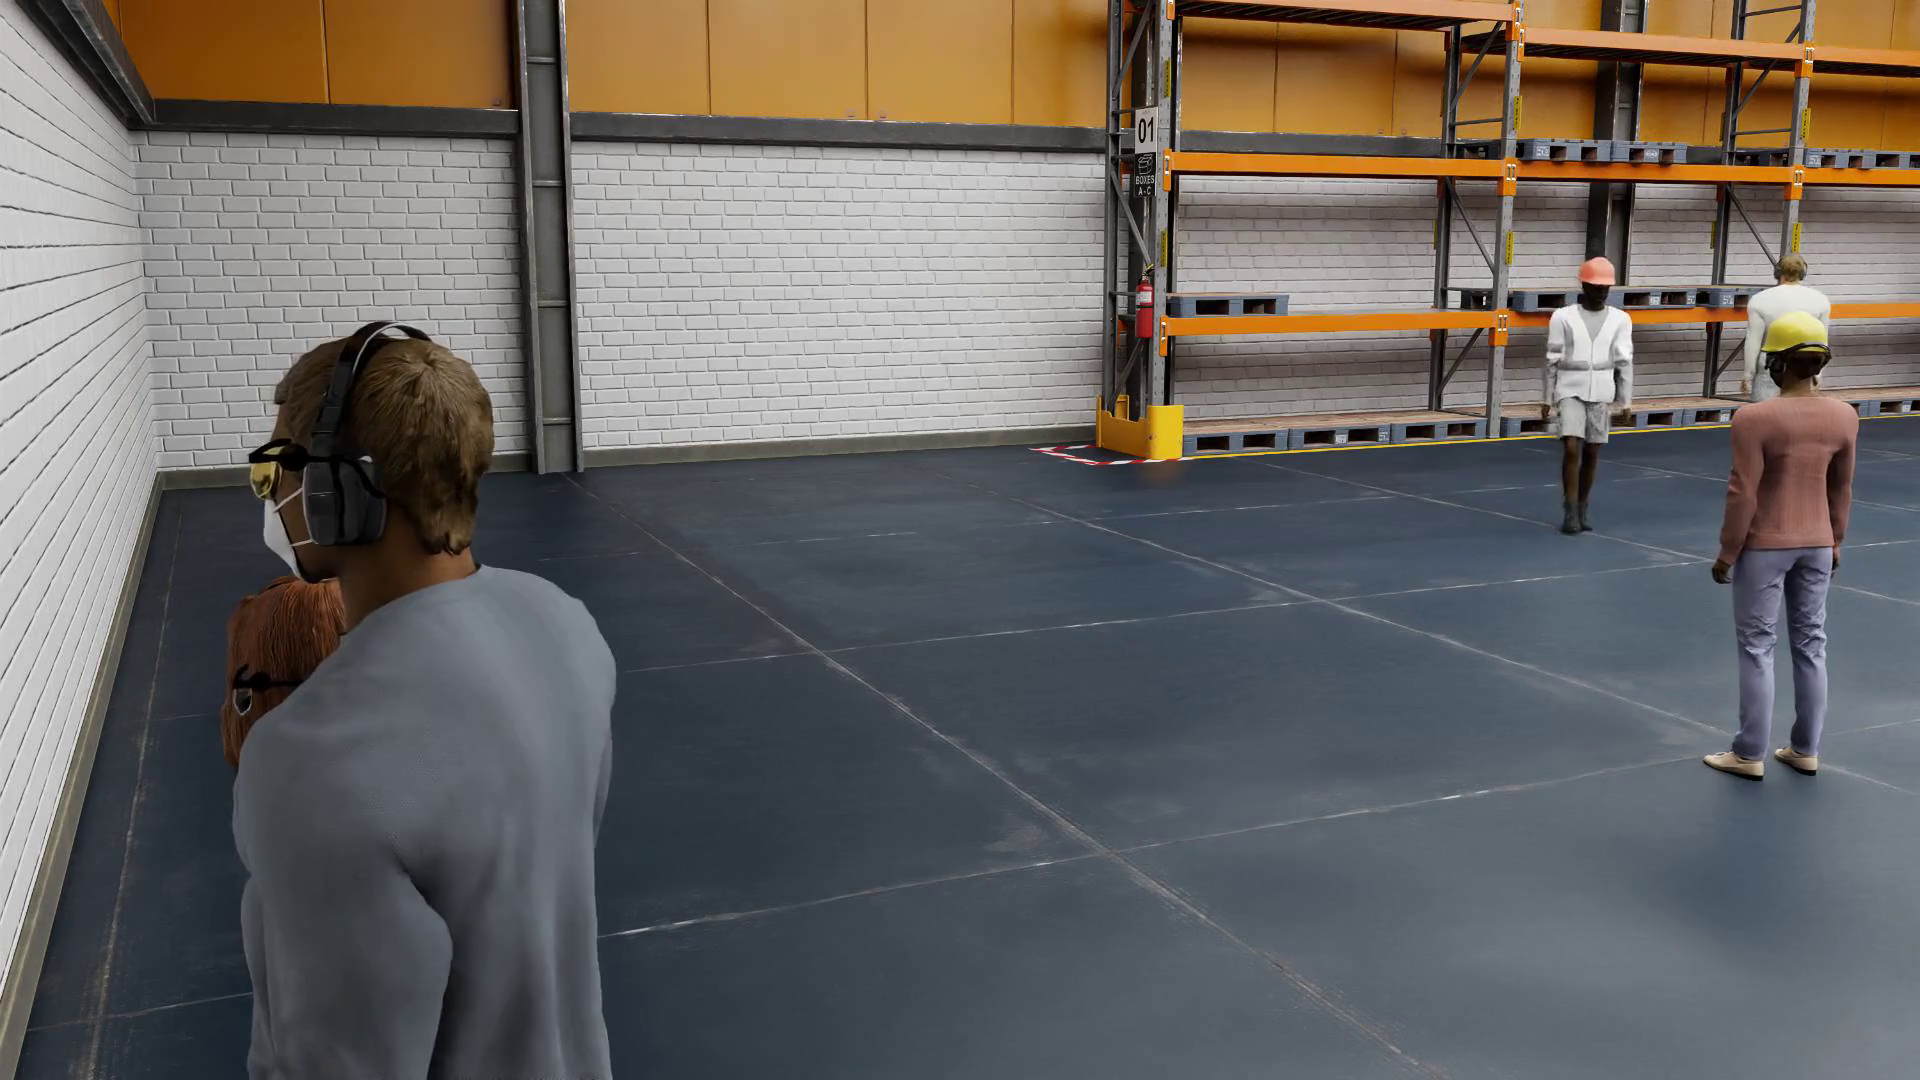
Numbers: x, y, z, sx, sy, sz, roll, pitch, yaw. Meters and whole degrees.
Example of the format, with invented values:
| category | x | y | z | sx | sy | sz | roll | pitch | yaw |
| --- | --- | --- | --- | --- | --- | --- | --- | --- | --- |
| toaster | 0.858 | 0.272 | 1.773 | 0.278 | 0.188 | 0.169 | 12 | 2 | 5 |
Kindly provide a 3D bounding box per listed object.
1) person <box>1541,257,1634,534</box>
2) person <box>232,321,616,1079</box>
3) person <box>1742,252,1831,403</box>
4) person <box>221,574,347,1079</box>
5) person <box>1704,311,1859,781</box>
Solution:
| category | x | y | z | sx | sy | sz | roll | pitch | yaw |
| --- | --- | --- | --- | --- | --- | --- | --- | --- | --- |
| person | 4.343 | -0.977 | 11.463 | 0.576 | 1.909 | 0.740 | 1 | 10 | 7 |
| person | -0.580 | 0.731 | 1.871 | 0.370 | 1.941 | 0.627 | 2 | 10 | 9 |
| person | 6.735 | -1.375 | 13.608 | 0.635 | 1.937 | 0.353 | 2 | 10 | 11 |
| person | -0.737 | 0.841 | 2.143 | 0.287 | 1.625 | 0.497 | 1 | 10 | 6 |
| person | 3.087 | 0.027 | 6.276 | 0.535 | 1.767 | 0.316 | -2 | 10 | -12 |
